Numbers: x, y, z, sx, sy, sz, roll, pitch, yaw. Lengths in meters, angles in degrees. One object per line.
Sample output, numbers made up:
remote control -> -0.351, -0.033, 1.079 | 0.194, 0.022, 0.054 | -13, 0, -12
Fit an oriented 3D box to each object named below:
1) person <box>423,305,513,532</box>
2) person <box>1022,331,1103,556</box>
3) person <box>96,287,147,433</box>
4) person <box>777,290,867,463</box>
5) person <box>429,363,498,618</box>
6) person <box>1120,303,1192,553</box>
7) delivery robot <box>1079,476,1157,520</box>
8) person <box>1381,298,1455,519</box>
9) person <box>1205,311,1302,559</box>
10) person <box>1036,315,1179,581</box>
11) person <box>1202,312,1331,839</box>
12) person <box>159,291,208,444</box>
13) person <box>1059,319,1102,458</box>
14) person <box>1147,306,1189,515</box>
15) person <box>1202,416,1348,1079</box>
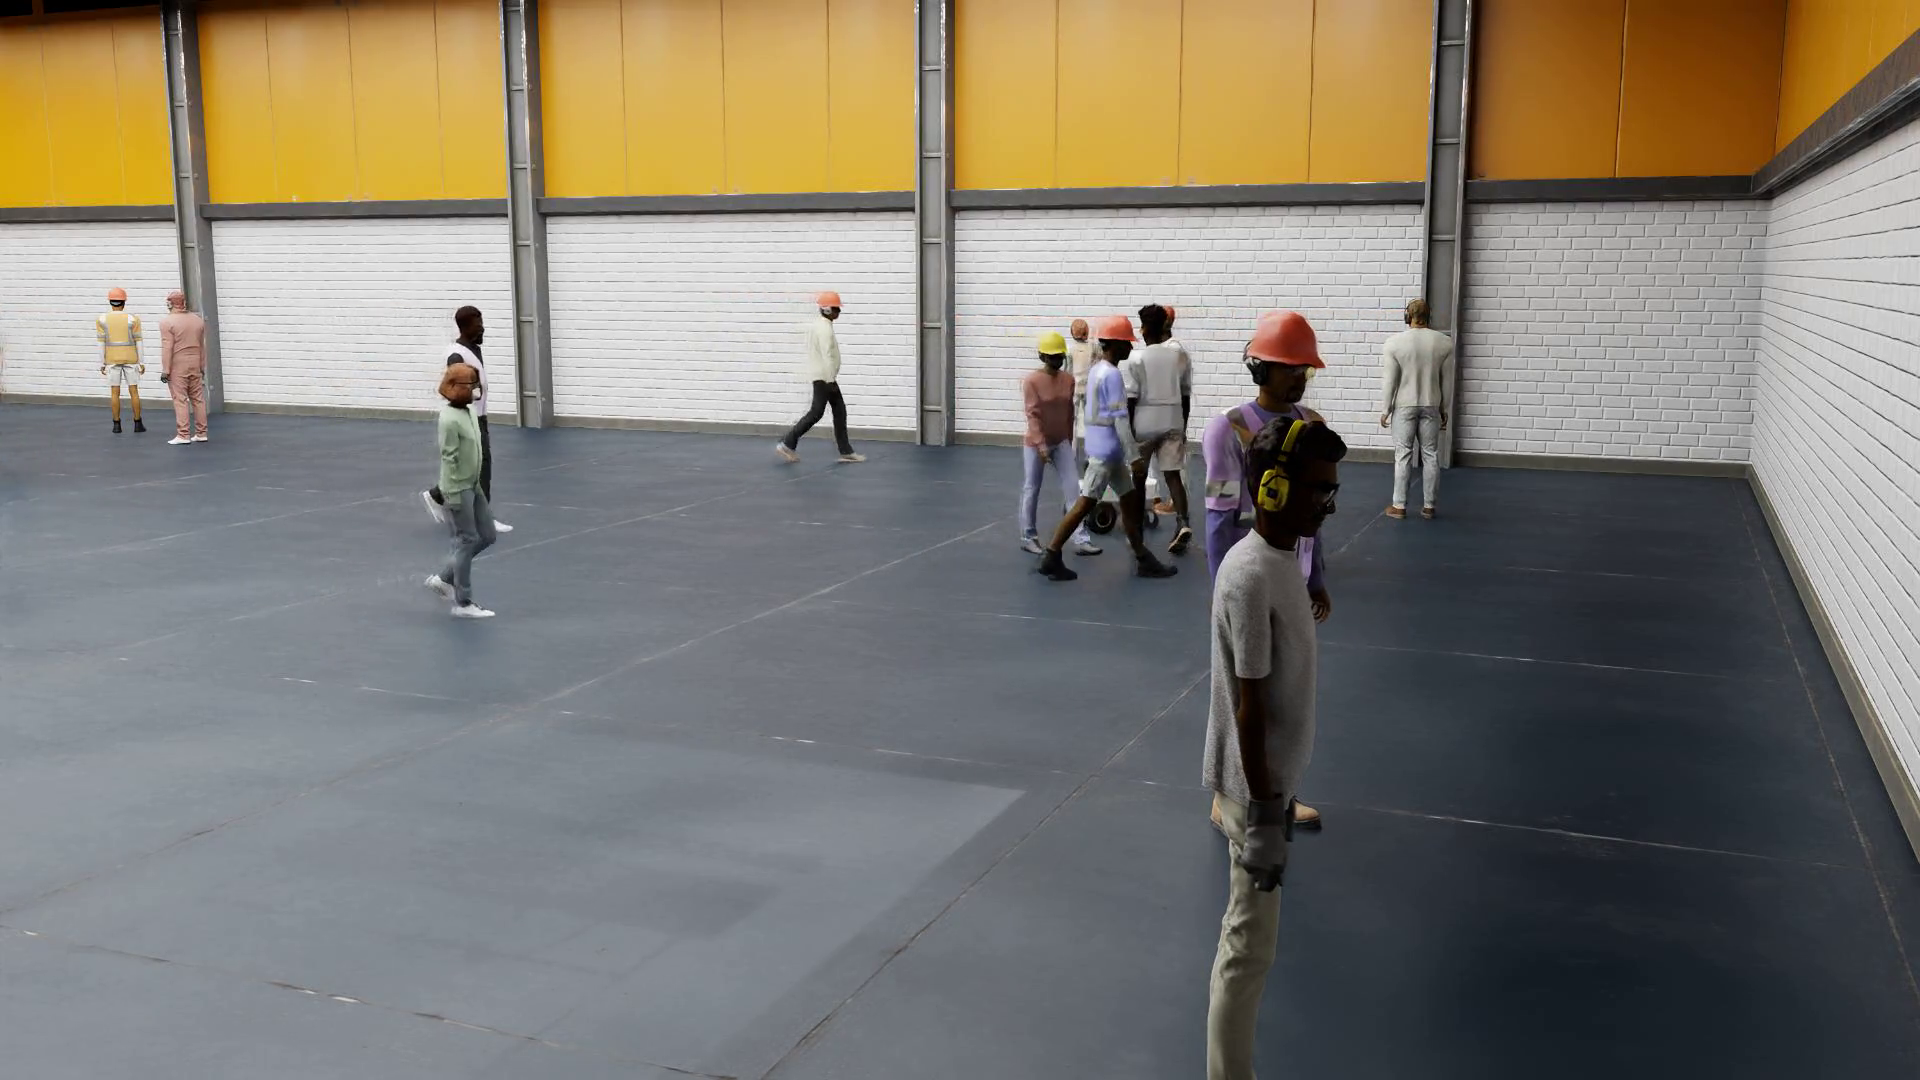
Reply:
person -> -4.123, -0.998, 13.827 | 0.690, 1.894, 0.601 | 0, 9, 0
person -> 0.730, -0.705, 12.562 | 0.524, 1.726, 0.863 | -6, 11, -32
person -> -11.145, -2.387, 22.120 | 0.552, 1.937, 0.356 | -4, 10, -21
person -> -1.592, -1.830, 18.716 | 0.976, 1.958, 0.631 | -1, 9, -4
person -> -3.130, -0.308, 10.472 | 0.386, 1.619, 0.524 | 0, 9, 2
person -> 1.555, -0.869, 12.940 | 0.603, 1.941, 0.890 | -2, 10, -11
delivery robot -> 1.298, -0.405, 14.003 | 0.707, 0.478, 0.477 | -4, 10, -23
person -> 3.998, -1.145, 14.596 | 0.627, 1.938, 0.373 | 0, 9, -1
person -> 2.235, -0.726, 12.201 | 0.940, 1.879, 0.559 | 4, 10, 25
person -> 1.015, -0.637, 11.705 | 1.025, 1.894, 0.548 | 0, 9, 0
person -> 1.215, 0.144, 6.466 | 0.605, 2.043, 0.379 | -7, 12, -36
person -> -9.707, -2.142, 20.737 | 0.401, 1.904, 0.649 | 4, 10, 22
person -> 1.309, -1.593, 18.209 | 0.512, 1.641, 0.309 | -2, 10, -11
person -> 1.764, -1.138, 14.761 | 0.652, 1.861, 0.580 | -2, 10, -10
person -> 0.764, 0.626, 4.089 | 0.328, 1.865, 0.521 | 2, 10, 12
